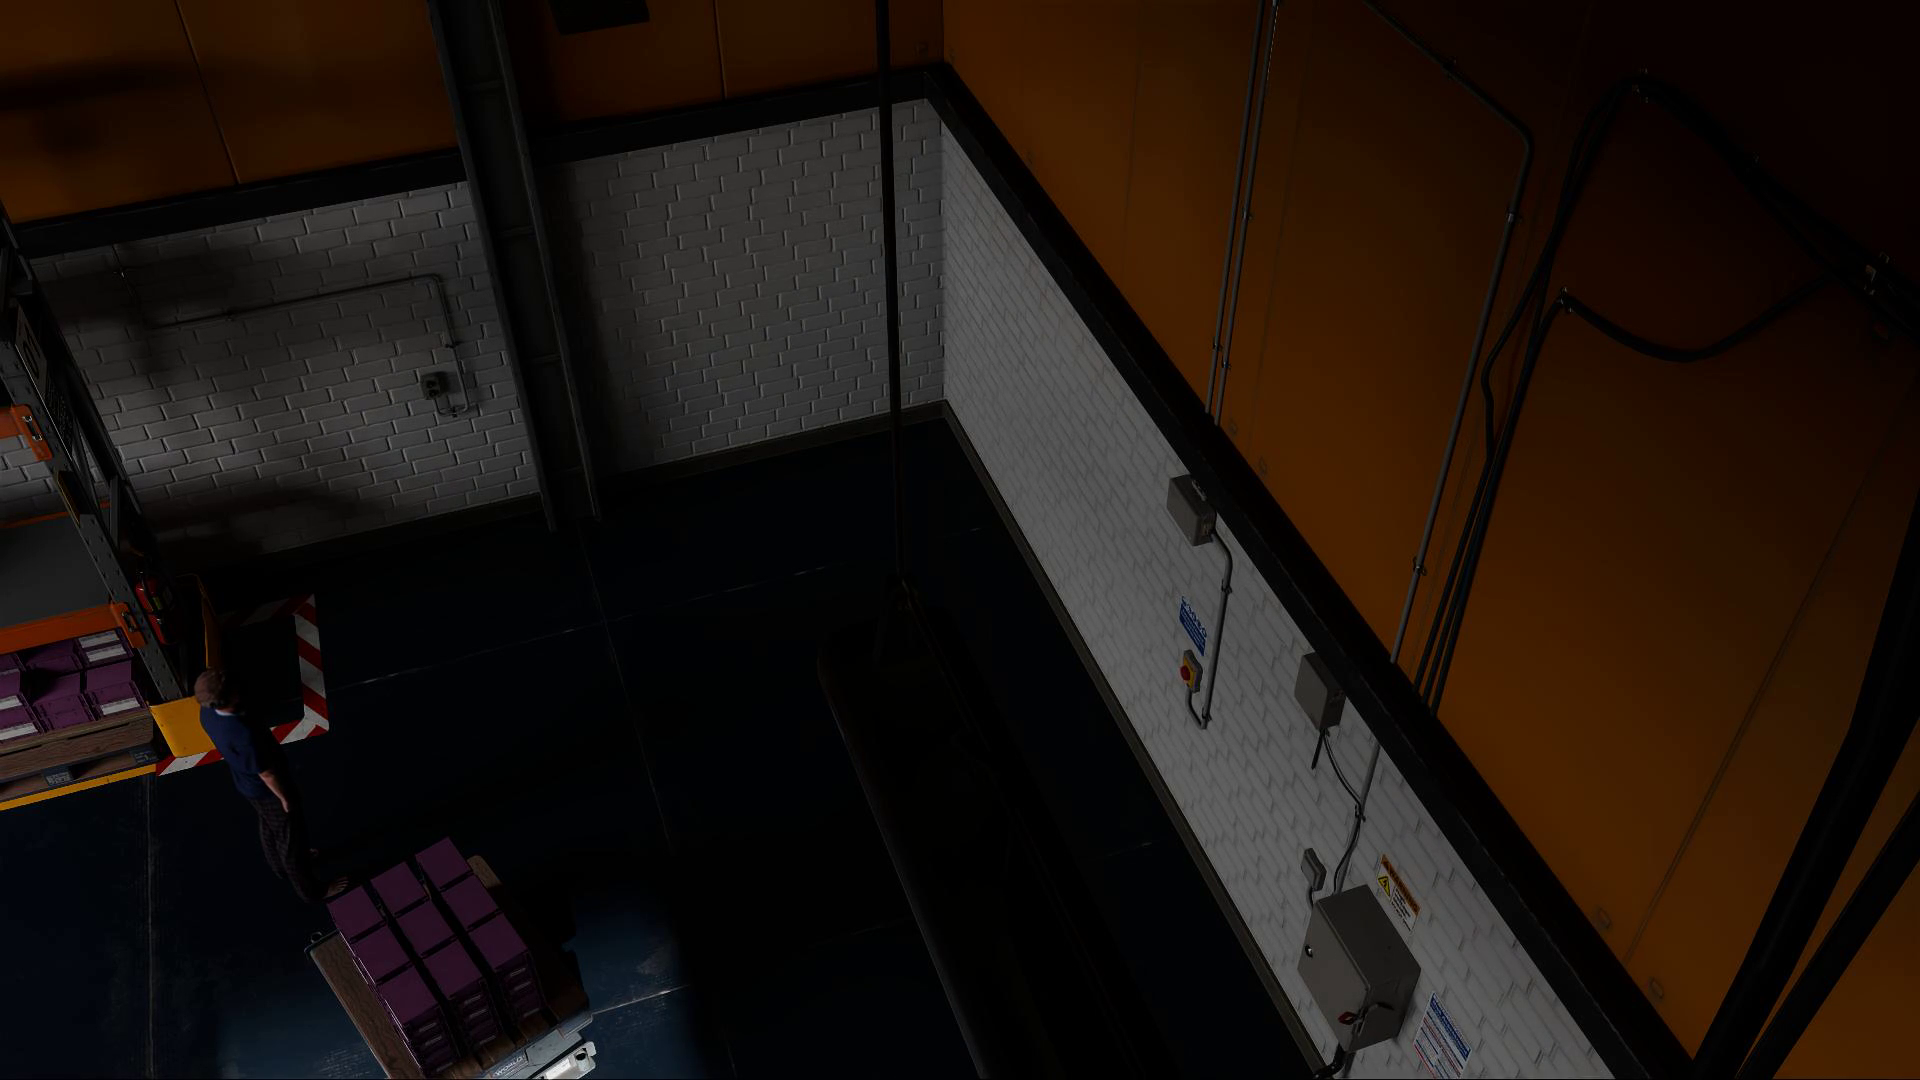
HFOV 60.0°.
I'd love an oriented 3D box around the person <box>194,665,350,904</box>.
[{"bbox_3d":[-3.916,1.360,9.364,0.734,1.871,0.700,33,53,30],"label":"person"}]
